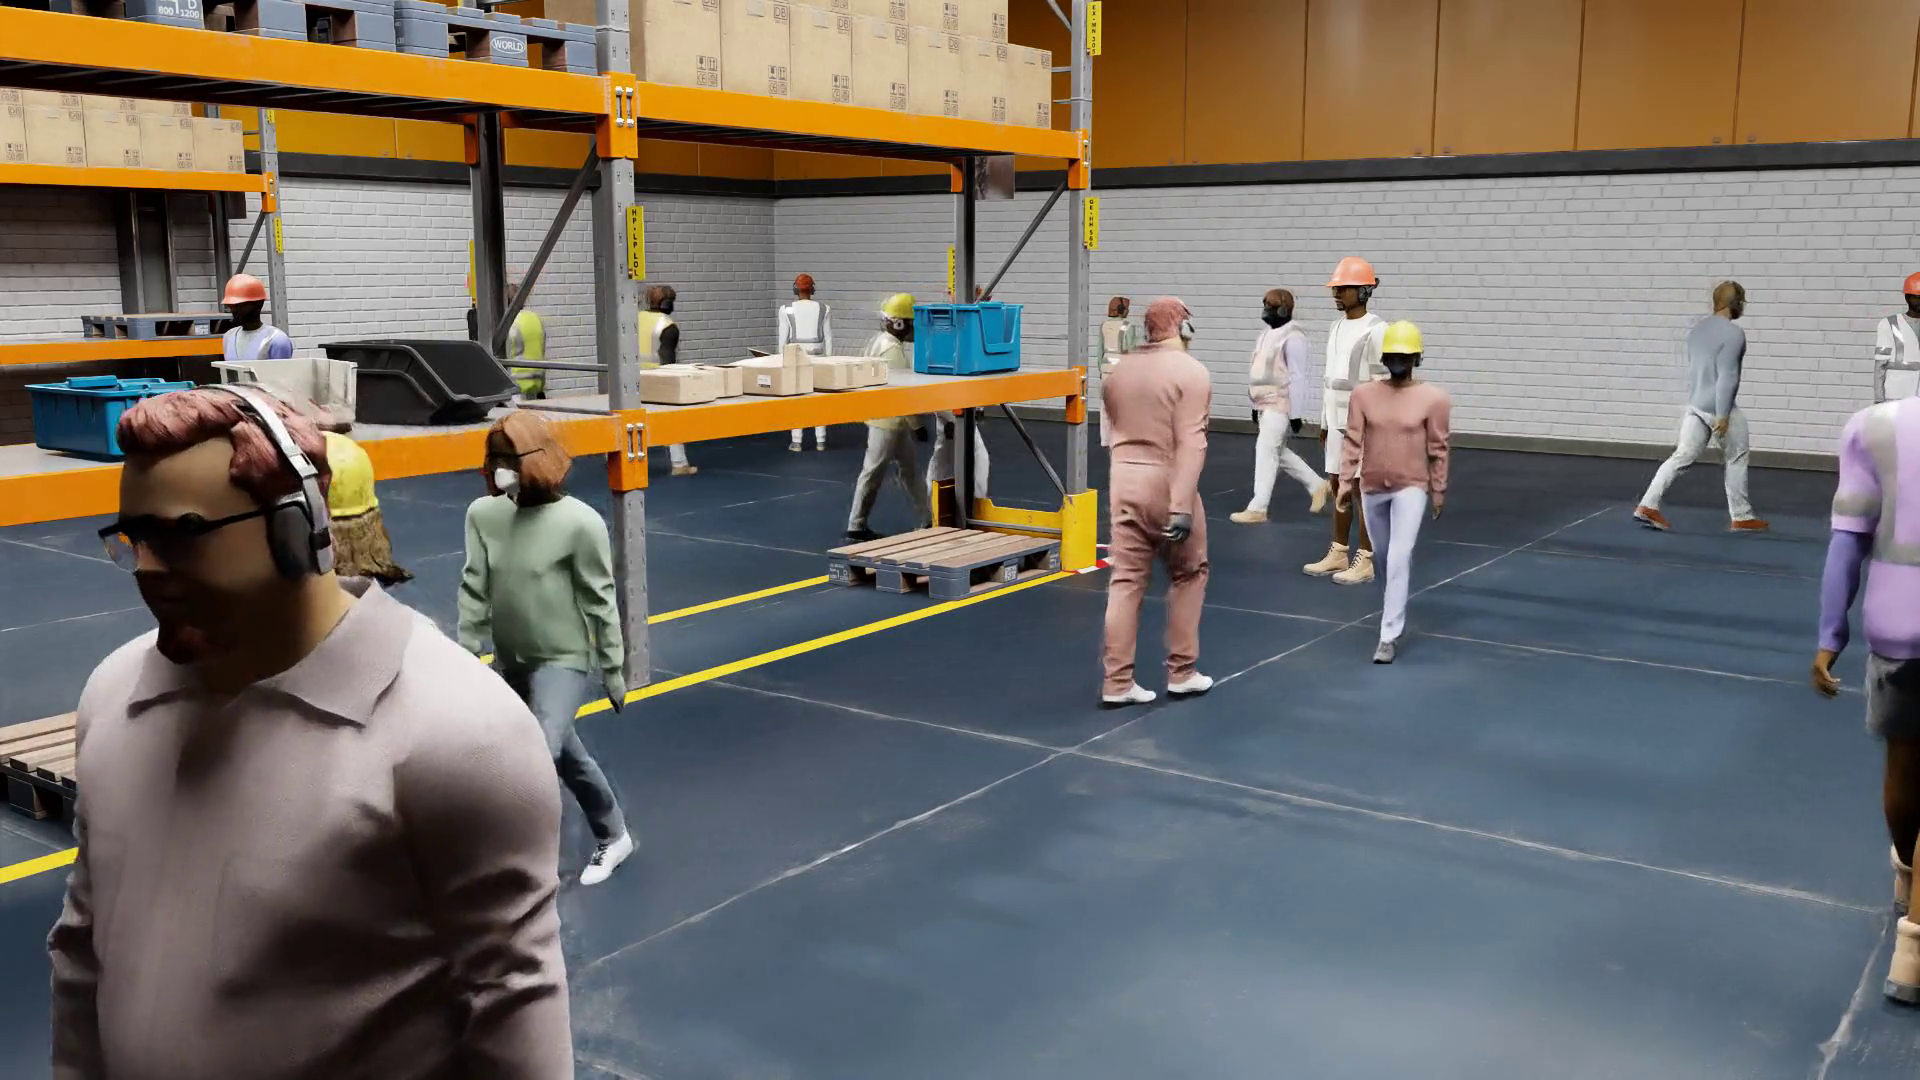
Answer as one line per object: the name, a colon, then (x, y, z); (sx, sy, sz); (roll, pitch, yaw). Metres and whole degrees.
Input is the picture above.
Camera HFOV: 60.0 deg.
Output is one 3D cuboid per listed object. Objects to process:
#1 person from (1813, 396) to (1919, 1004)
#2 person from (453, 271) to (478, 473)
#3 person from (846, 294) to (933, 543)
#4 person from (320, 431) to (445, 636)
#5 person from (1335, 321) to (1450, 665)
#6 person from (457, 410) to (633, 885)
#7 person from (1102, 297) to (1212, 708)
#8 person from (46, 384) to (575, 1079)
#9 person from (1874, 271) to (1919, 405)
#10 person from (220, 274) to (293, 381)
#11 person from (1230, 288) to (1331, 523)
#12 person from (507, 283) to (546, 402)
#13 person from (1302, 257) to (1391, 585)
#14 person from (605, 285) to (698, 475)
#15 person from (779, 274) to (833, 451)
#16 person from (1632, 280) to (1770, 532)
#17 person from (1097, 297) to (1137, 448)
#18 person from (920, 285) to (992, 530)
person: (2.834, 0.245, 4.752); (0.639, 1.982, 1.081); (8, 12, 39)
person: (-4.539, -1.601, 15.834); (0.633, 1.936, 1.031); (6, 11, 34)
person: (-0.411, -0.856, 11.899); (0.894, 1.779, 0.599); (0, 10, -3)
person: (-1.203, 0.654, 3.154); (0.494, 1.712, 0.842); (-2, 10, -10)
person: (2.262, -0.276, 8.647); (0.525, 1.724, 0.910); (6, 11, 32)
person: (-1.268, 0.385, 5.116); (0.488, 1.579, 0.885); (5, 11, 28)
person: (0.901, -0.172, 7.623); (0.759, 1.849, 0.667); (-9, 13, -42)
person: (-0.796, 0.767, 1.934); (0.641, 1.889, 0.529); (5, 11, 27)
person: (7.587, -1.165, 13.287); (0.545, 1.938, 0.361); (0, 10, 3)
person: (-4.643, -0.773, 10.952); (0.552, 1.935, 0.361); (4, 10, 21)
person: (2.519, -1.037, 12.887); (0.792, 1.822, 0.626); (-1, 10, -7)
person: (-3.877, -1.296, 14.371); (0.524, 1.830, 0.661); (4, 10, 21)
person: (2.444, -0.743, 10.452); (0.377, 2.045, 0.605); (-4, 10, -21)
person: (-2.882, -1.465, 15.489); (0.651, 1.812, 0.878); (8, 13, 41)
person: (-1.641, -1.883, 17.714); (0.585, 1.883, 0.340); (-2, 10, -14)
person: (5.547, -0.985, 12.386); (1.006, 1.893, 0.630); (-1, 10, -8)
person: (1.690, -1.796, 17.940); (0.315, 1.636, 0.515); (-9, 13, -43)
person: (0.056, -0.943, 12.208); (0.764, 1.848, 0.689); (-1, 10, -4)
